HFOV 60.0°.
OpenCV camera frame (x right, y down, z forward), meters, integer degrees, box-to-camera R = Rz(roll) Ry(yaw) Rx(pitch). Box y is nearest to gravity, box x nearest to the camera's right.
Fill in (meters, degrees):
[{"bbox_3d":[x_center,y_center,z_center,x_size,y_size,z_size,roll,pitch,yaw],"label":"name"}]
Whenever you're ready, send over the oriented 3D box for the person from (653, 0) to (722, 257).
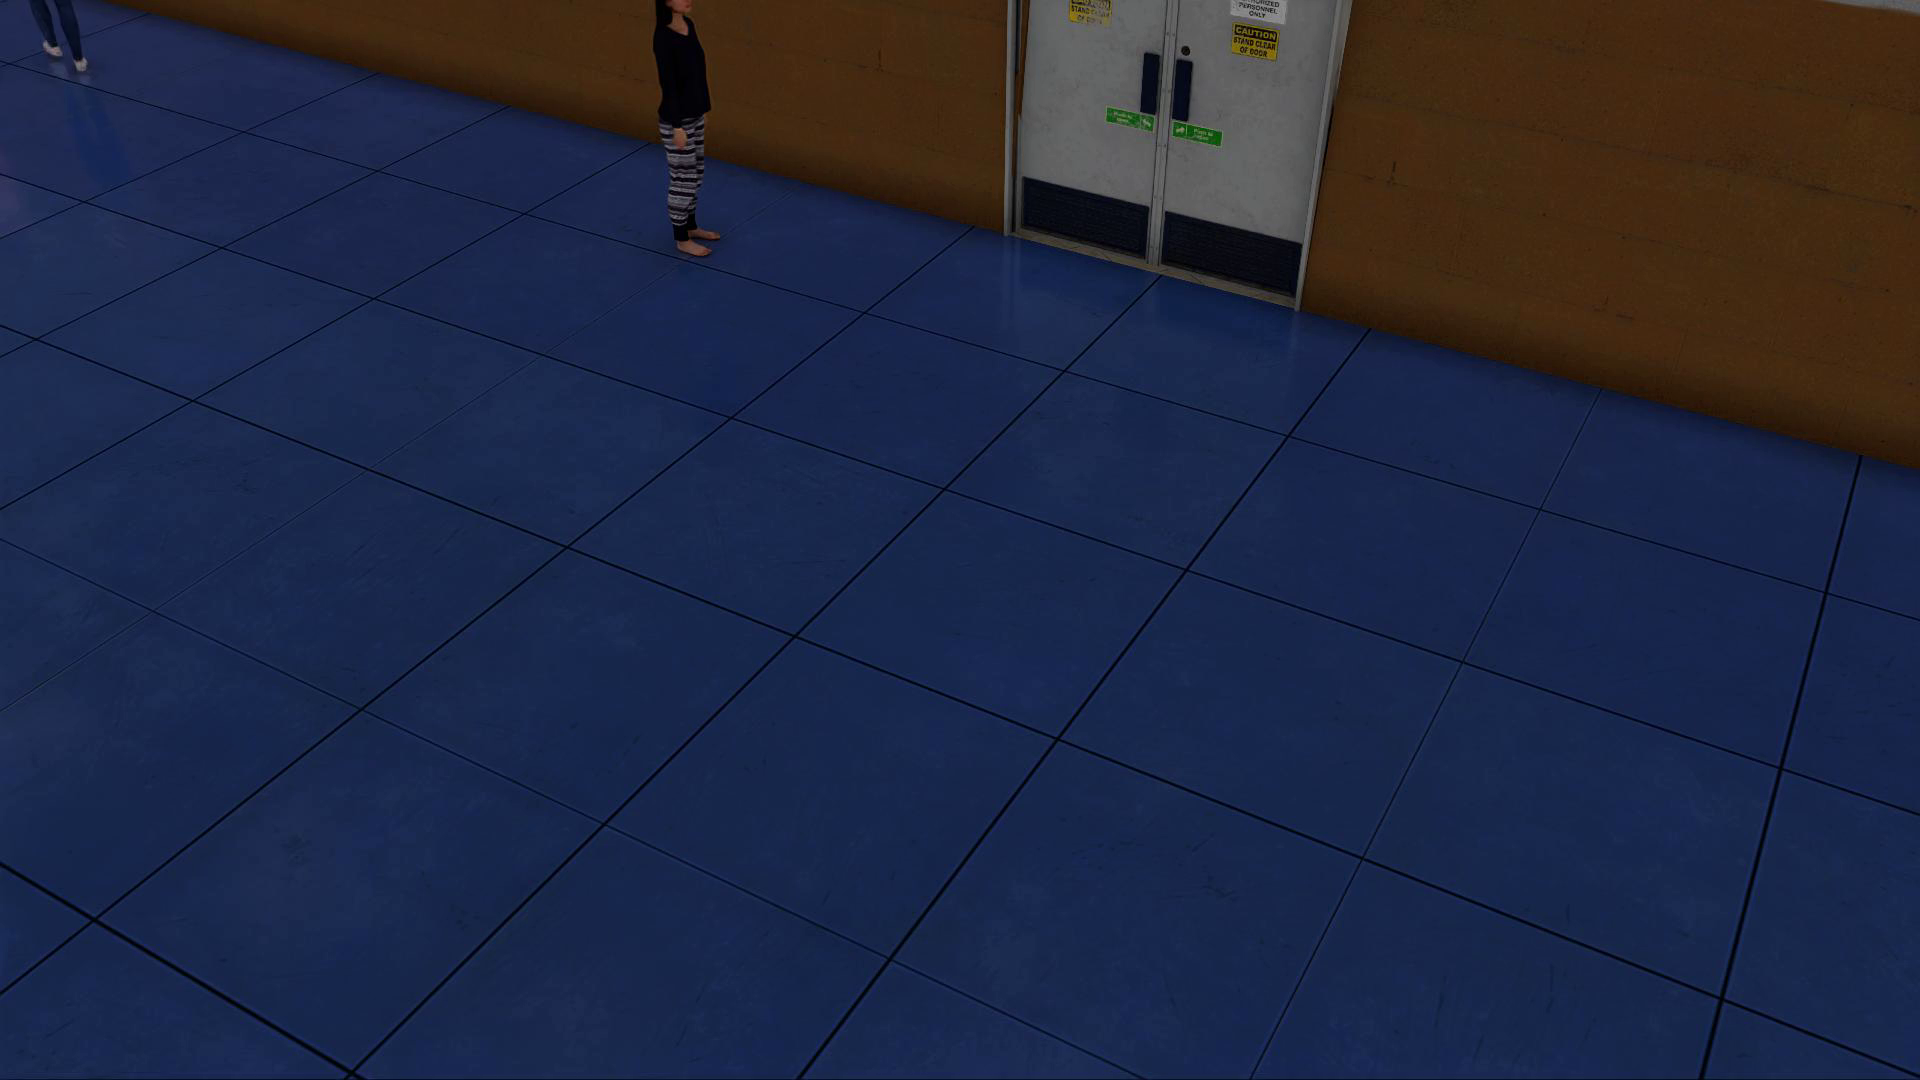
[{"bbox_3d":[-1.693,-2.591,10.100,0.717,1.734,0.546,8,38,11],"label":"person"}]
